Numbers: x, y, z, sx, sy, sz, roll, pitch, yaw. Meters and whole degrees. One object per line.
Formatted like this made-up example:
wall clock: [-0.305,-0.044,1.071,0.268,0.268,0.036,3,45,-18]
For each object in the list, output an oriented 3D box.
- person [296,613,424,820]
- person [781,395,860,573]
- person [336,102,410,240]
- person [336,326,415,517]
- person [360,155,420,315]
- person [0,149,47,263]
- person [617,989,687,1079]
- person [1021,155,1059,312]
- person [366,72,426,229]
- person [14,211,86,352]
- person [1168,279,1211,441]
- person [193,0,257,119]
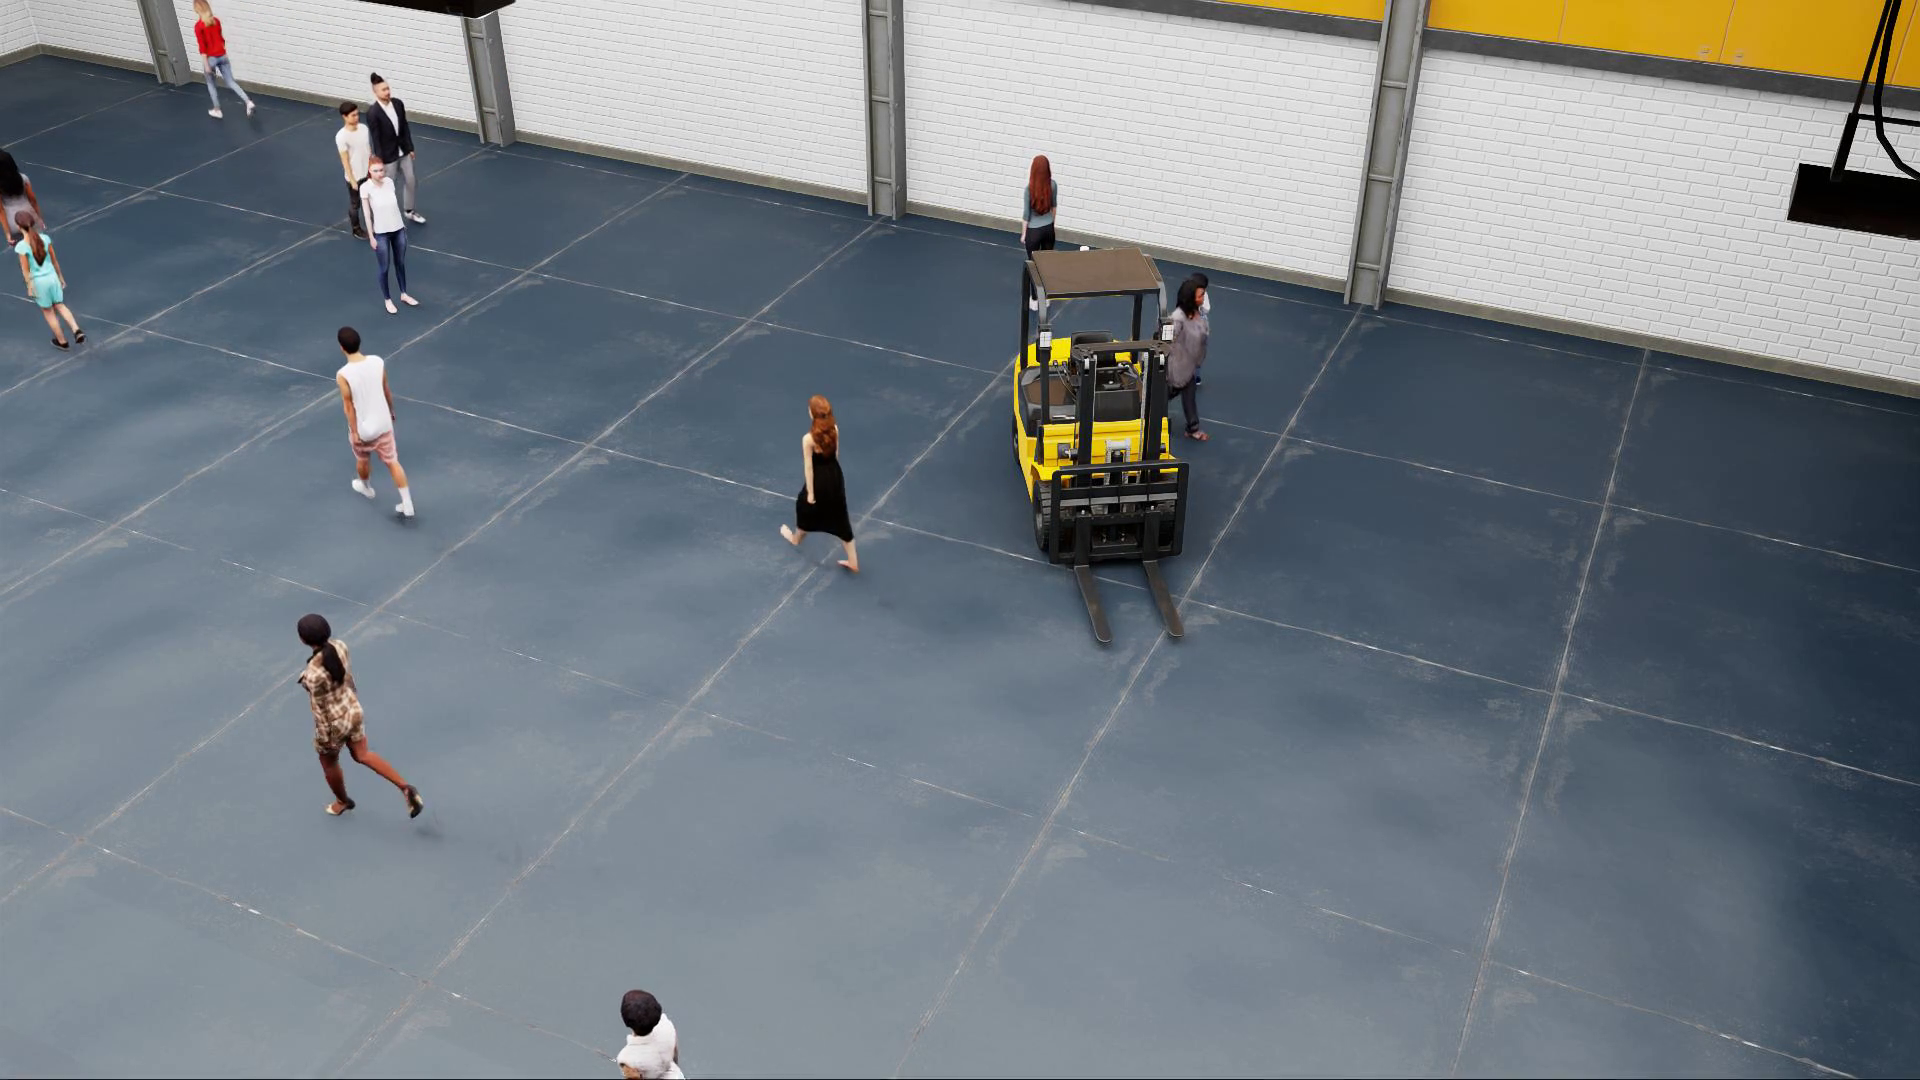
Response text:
person: [-4.081,1.246,11.146,1.069,1.770,0.703,9,35,13]
person: [-1.068,-0.423,13.829,1.161,1.579,0.839,28,42,35]
person: [-7.135,-4.340,19.623,1.090,1.688,0.759,19,38,27]
person: [-5.092,-0.978,14.517,1.223,1.741,0.891,27,42,35]
person: [-6.225,-3.340,18.074,0.617,1.737,0.634,27,42,35]
person: [-10.128,-3.343,18.081,0.904,1.736,1.191,-27,42,-34]
person: [-1.536,2.983,8.762,1.053,1.516,0.679,22,39,29]
person: [0.868,-3.340,18.069,0.672,1.743,0.717,-15,37,-21]
person: [-6.804,-4.656,19.872,0.665,1.938,0.734,19,38,27]
person: [-9.435,-2.652,17.208,0.729,1.550,0.571,18,38,25]
person: [2.074,-1.749,15.815,0.933,1.588,0.639,14,36,20]
person: [-10.263,-6.643,23.098,1.068,1.676,0.637,16,37,22]
